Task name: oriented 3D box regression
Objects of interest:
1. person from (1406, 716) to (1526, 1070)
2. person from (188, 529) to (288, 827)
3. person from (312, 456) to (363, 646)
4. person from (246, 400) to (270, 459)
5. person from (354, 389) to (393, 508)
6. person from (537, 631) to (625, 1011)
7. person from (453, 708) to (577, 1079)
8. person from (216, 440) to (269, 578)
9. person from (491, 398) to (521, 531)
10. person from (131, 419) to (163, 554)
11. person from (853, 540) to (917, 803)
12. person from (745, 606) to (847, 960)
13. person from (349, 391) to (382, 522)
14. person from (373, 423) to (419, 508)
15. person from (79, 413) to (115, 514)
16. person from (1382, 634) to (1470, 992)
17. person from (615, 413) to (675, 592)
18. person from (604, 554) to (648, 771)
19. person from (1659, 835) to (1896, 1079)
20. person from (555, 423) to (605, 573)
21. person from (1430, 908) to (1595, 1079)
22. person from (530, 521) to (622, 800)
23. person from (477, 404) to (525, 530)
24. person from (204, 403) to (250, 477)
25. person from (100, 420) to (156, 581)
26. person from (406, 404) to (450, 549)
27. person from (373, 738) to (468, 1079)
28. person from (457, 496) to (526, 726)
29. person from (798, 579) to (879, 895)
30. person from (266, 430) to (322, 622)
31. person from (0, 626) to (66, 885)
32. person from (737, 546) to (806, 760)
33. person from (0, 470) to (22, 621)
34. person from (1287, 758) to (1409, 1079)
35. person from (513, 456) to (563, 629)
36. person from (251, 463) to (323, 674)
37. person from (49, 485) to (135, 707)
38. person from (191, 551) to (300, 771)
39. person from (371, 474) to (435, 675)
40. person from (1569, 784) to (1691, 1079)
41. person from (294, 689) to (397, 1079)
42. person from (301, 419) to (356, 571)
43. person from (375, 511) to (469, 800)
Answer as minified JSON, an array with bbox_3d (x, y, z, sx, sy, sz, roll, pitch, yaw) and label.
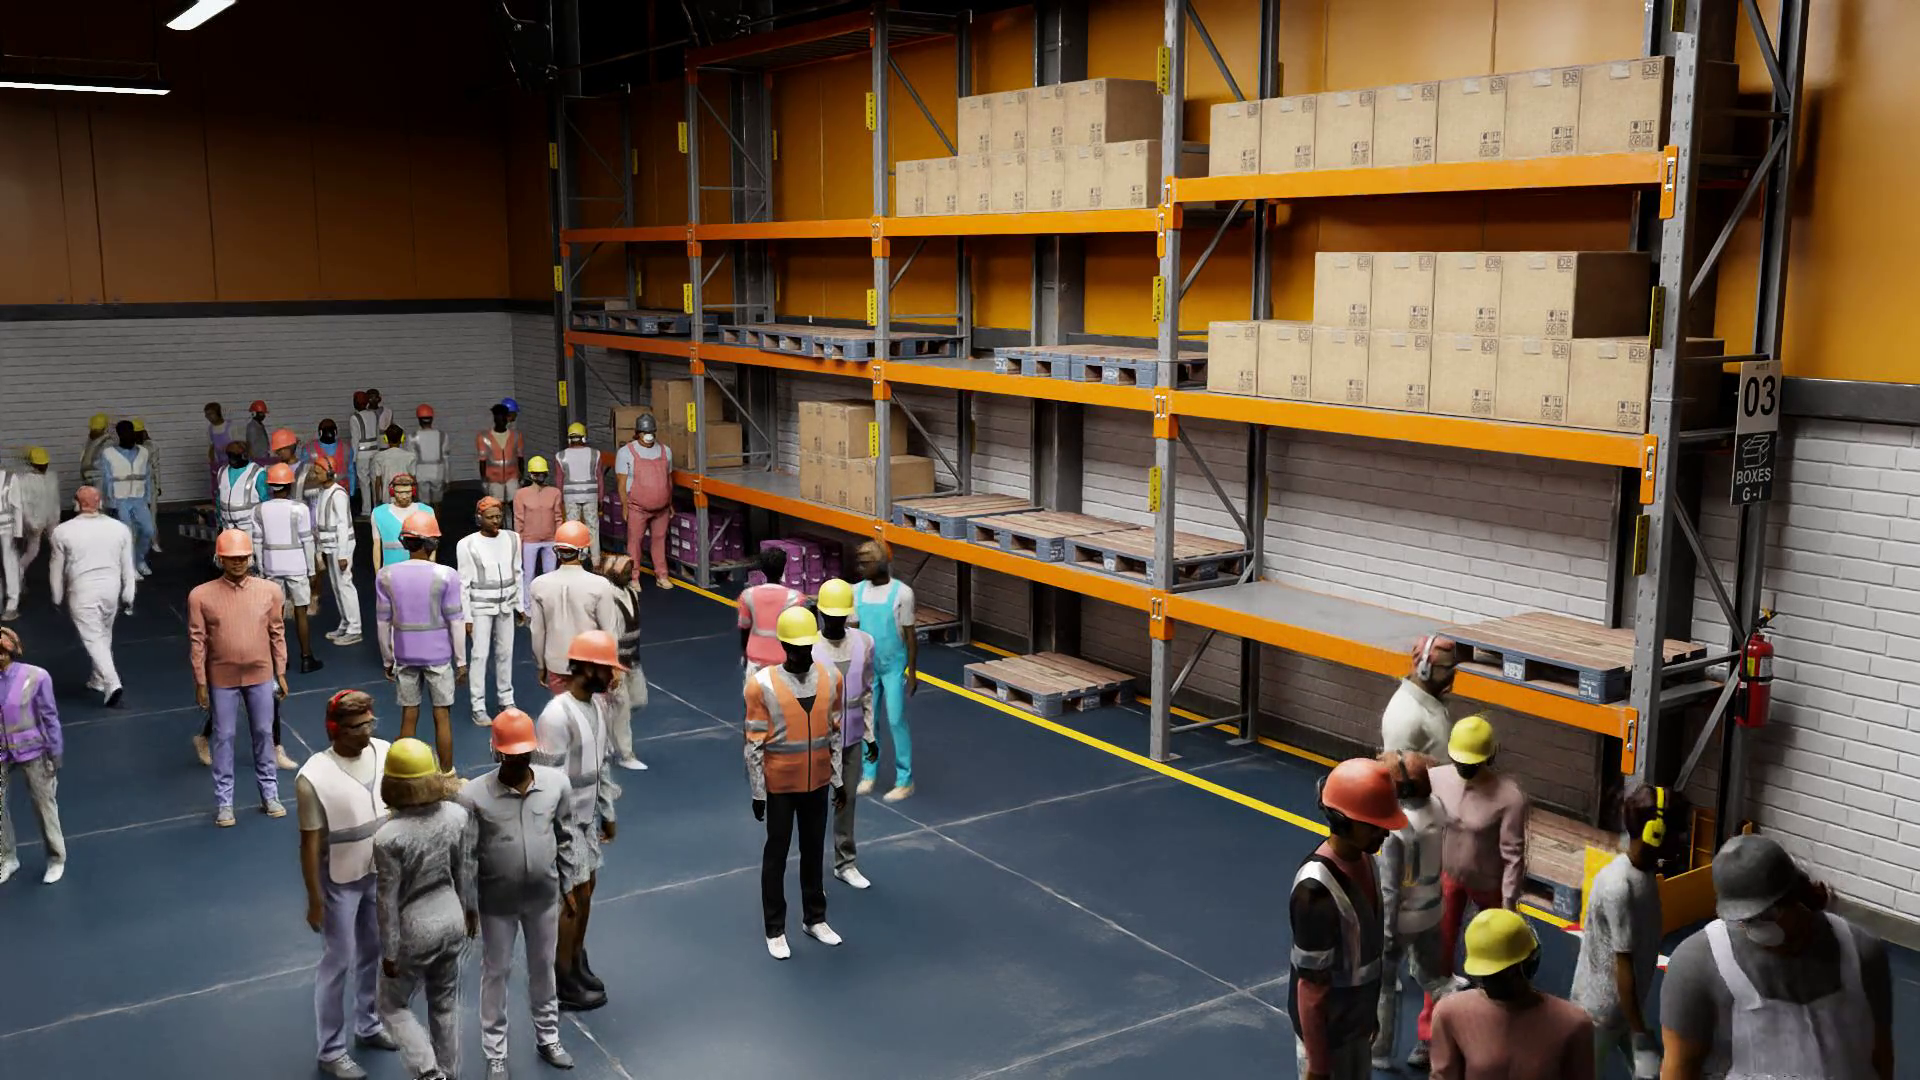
[{"bbox_3d":[2.455,1.616,7.958,0.556,1.694,0.938,8,12,38],"label":"person"},{"bbox_3d":[-4.837,0.917,11.180,0.619,1.994,0.389,-7,12,-34],"label":"person"},{"bbox_3d":[-6.138,0.099,16.360,0.371,1.872,0.592,-7,12,-34],"label":"person"},{"bbox_3d":[-10.071,-1.138,23.945,0.339,1.748,0.564,-2,10,-11],"label":"person"},{"bbox_3d":[-8.749,-1.346,24.888,0.567,1.846,0.389,-7,12,-34],"label":"person"},{"bbox_3d":[-1.947,1.424,8.508,0.434,1.914,0.601,2,10,12],"label":"person"},{"bbox_3d":[-2.036,1.629,7.694,0.563,1.752,0.325,-7,12,-34],"label":"person"},{"bbox_3d":[-7.756,-0.164,17.983,0.621,1.838,0.429,2,10,11],"label":"person"},{"bbox_3d":[-5.971,-0.904,22.006,0.408,1.942,0.616,-9,13,-42],"label":"person"},{"bbox_3d":[-10.498,-0.682,21.317,0.496,1.738,0.351,-6,12,-34],"label":"person"},{"bbox_3d":[-0.541,0.906,11.704,0.526,1.843,0.339,6,11,29],"label":"person"},{"bbox_3d":[-0.881,1.306,9.087,0.587,1.928,0.363,-7,12,-34],"label":"person"},{"bbox_3d":[-8.560,-1.199,23.921,0.355,1.883,0.573,4,10,20],"label":"person"},{"bbox_3d":[-6.602,-0.434,19.518,0.498,1.861,0.327,-4,10,-20],"label":"person"},{"bbox_3d":[-11.223,-0.765,21.629,0.620,1.792,0.517,8,12,38],"label":"person"},{"bbox_3d":[2.403,1.408,8.579,0.444,1.899,0.685,5,11,28],"label":"person"},{"bbox_3d":[-3.535,-0.428,18.929,0.684,2.000,0.538,-7,12,-34],"label":"person"},{"bbox_3d":[-2.553,0.901,12.346,0.469,1.626,0.521,4,10,21],"label":"person"},{"bbox_3d":[2.640,1.881,5.375,0.719,2.000,0.569,0,10,2],"label":"person"},{"bbox_3d":[-4.561,-0.499,19.987,0.587,1.822,0.403,-3,10,-16],"label":"person"},{"bbox_3d":[1.828,2.024,5.514,0.547,1.713,0.870,3,10,17],"label":"person"},{"bbox_3d":[-2.653,0.856,11.525,0.611,1.996,0.378,1,10,6],"label":"person"},{"bbox_3d":[-5.852,-0.778,21.325,0.612,1.928,0.879,-4,10,-23],"label":"person"},{"bbox_3d":[-10.145,-1.012,23.068,0.554,1.798,0.520,3,10,17],"label":"person"},{"bbox_3d":[-9.759,-0.464,19.550,0.451,1.902,0.586,7,12,34],"label":"person"},{"bbox_3d":[-6.926,-0.826,21.689,0.555,1.904,0.888,-5,11,-28],"label":"person"},{"bbox_3d":[-2.339,1.712,7.278,0.390,1.732,0.494,7,12,35],"label":"person"},{"bbox_3d":[-3.811,0.573,13.559,0.372,1.877,0.582,10,14,44],"label":"person"},{"bbox_3d":[-0.741,1.169,9.896,0.591,1.923,0.382,-6,12,-33],"label":"person"},{"bbox_3d":[-6.972,-0.149,17.394,0.661,2.006,0.667,2,10,11],"label":"person"},{"bbox_3d":[-5.672,1.300,10.012,0.545,1.623,0.378,-2,10,-9],"label":"person"},{"bbox_3d":[-1.408,0.882,12.356,0.537,1.674,0.774,2,10,9],"label":"person"},{"bbox_3d":[-10.049,-0.075,17.339,0.574,1.868,0.418,-1,10,-8],"label":"person"},{"bbox_3d":[1.411,1.768,6.095,0.409,2.028,0.615,6,11,30],"label":"person"},{"bbox_3d":[-4.326,0.017,17.117,0.525,1.772,0.301,-7,12,-34],"label":"person"},{"bbox_3d":[-6.141,0.263,15.172,0.542,1.939,0.368,0,10,0],"label":"person"},{"bbox_3d":[-7.394,0.462,14.240,0.955,1.868,0.635,7,12,37],"label":"person"},{"bbox_3d":[-5.334,0.889,12.281,0.780,1.670,0.535,4,10,22],"label":"person"},{"bbox_3d":[-5.076,0.303,15.230,0.565,1.840,0.390,-5,11,-28],"label":"person"},{"bbox_3d":[2.589,1.842,6.268,0.945,1.815,0.576,9,13,42],"label":"person"},{"bbox_3d":[-2.846,1.580,7.771,0.390,1.833,0.570,4,10,22],"label":"person"},{"bbox_3d":[-7.670,-0.559,20.278,0.627,1.847,0.429,-7,12,-34],"label":"person"},{"bbox_3d":[-3.751,0.808,11.674,0.615,2.038,0.395,1,10,4],"label":"person"}]
